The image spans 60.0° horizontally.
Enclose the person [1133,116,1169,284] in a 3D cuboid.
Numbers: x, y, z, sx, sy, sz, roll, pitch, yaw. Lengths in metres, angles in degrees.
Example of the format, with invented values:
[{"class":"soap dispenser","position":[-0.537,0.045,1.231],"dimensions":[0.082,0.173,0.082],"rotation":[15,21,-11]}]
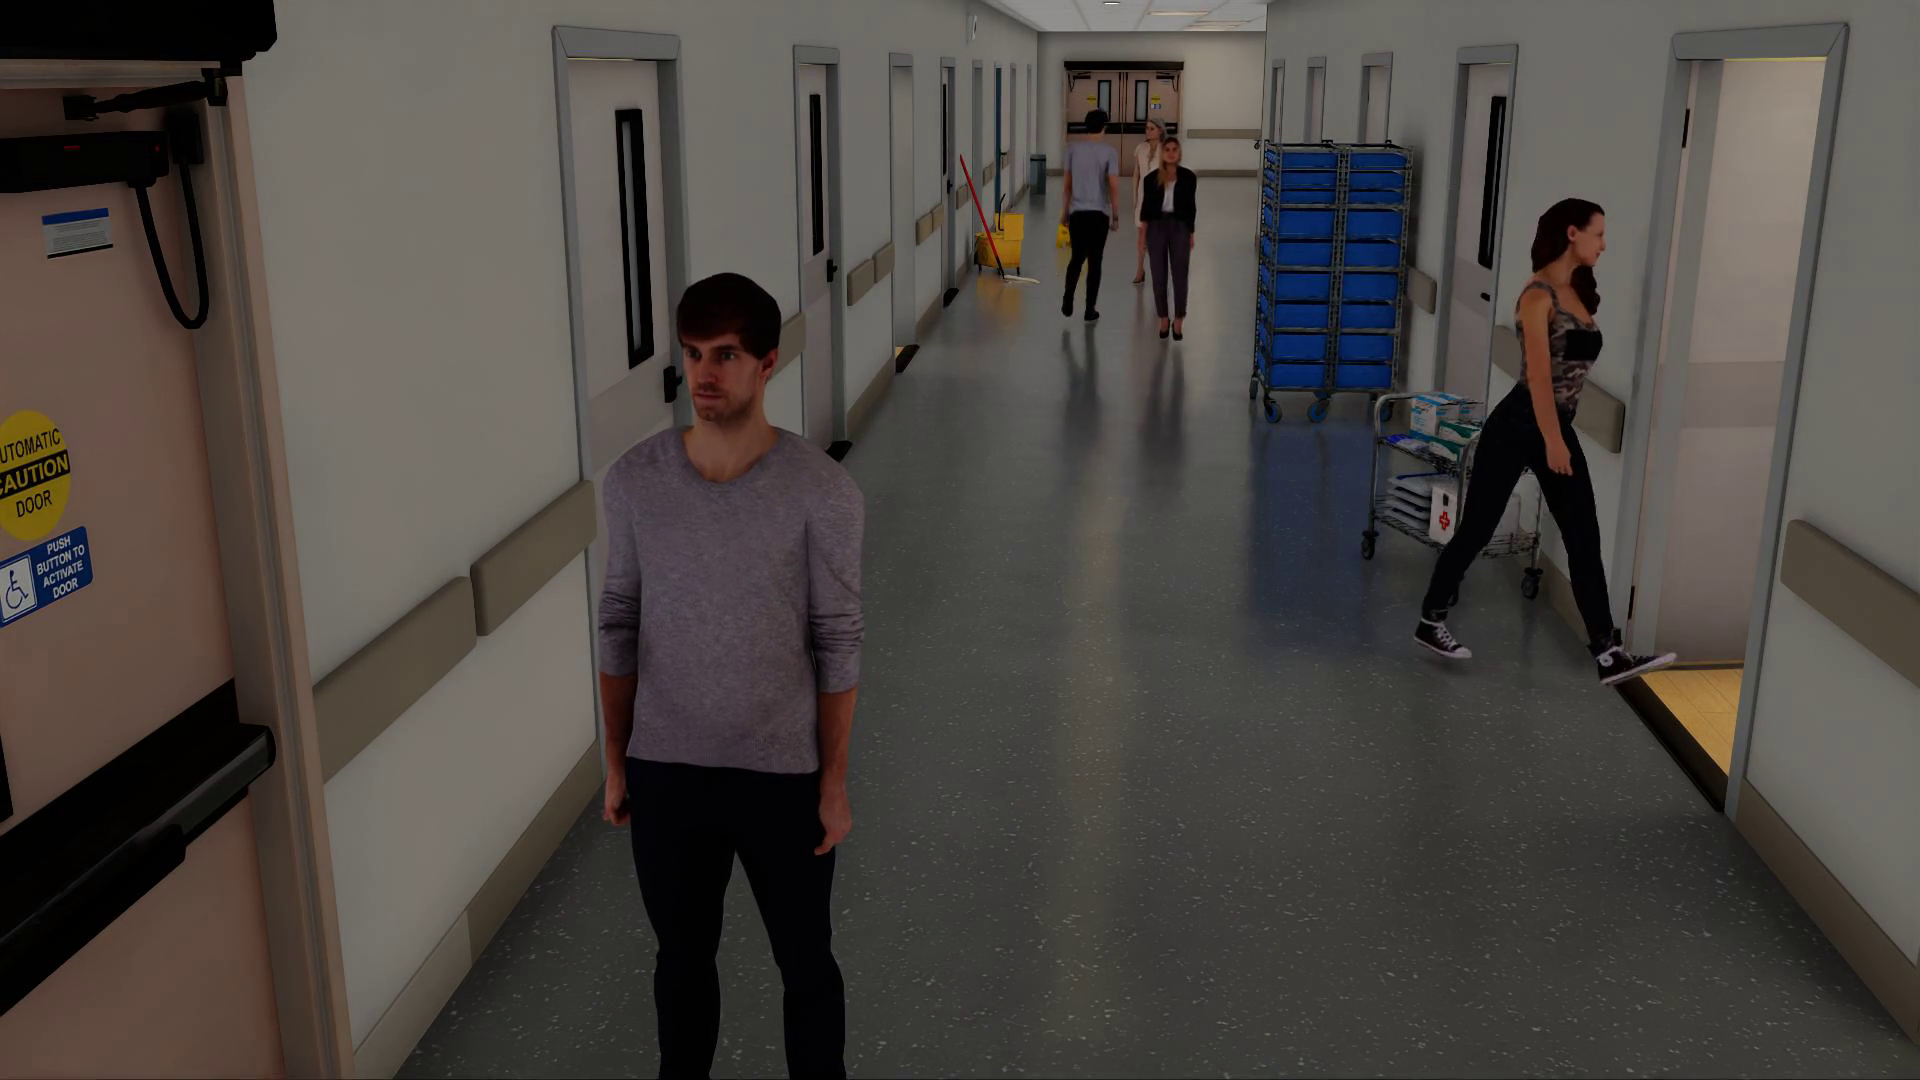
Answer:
[{"class":"person","position":[2.034,-3.584,17.546],"dimensions":[0.655,1.735,0.638],"rotation":[6,17,19]}]

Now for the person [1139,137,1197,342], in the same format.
[{"class":"person","position":[1.732,-2.499,13.846],"dimensions":[0.629,1.655,0.794],"rotation":[2,16,8]}]

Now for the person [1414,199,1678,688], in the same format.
[{"class":"person","position":[1.977,-0.323,6.046],"dimensions":[1.200,1.700,1.208],"rotation":[-14,21,-41]}]

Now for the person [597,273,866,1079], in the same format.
[{"class":"person","position":[-0.425,0.417,3.158],"dimensions":[0.682,1.844,0.572],"rotation":[3,16,11]}]

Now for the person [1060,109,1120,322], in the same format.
[{"class":"person","position":[1.109,-2.858,14.760],"dimensions":[0.827,1.850,0.917],"rotation":[6,17,21]}]
